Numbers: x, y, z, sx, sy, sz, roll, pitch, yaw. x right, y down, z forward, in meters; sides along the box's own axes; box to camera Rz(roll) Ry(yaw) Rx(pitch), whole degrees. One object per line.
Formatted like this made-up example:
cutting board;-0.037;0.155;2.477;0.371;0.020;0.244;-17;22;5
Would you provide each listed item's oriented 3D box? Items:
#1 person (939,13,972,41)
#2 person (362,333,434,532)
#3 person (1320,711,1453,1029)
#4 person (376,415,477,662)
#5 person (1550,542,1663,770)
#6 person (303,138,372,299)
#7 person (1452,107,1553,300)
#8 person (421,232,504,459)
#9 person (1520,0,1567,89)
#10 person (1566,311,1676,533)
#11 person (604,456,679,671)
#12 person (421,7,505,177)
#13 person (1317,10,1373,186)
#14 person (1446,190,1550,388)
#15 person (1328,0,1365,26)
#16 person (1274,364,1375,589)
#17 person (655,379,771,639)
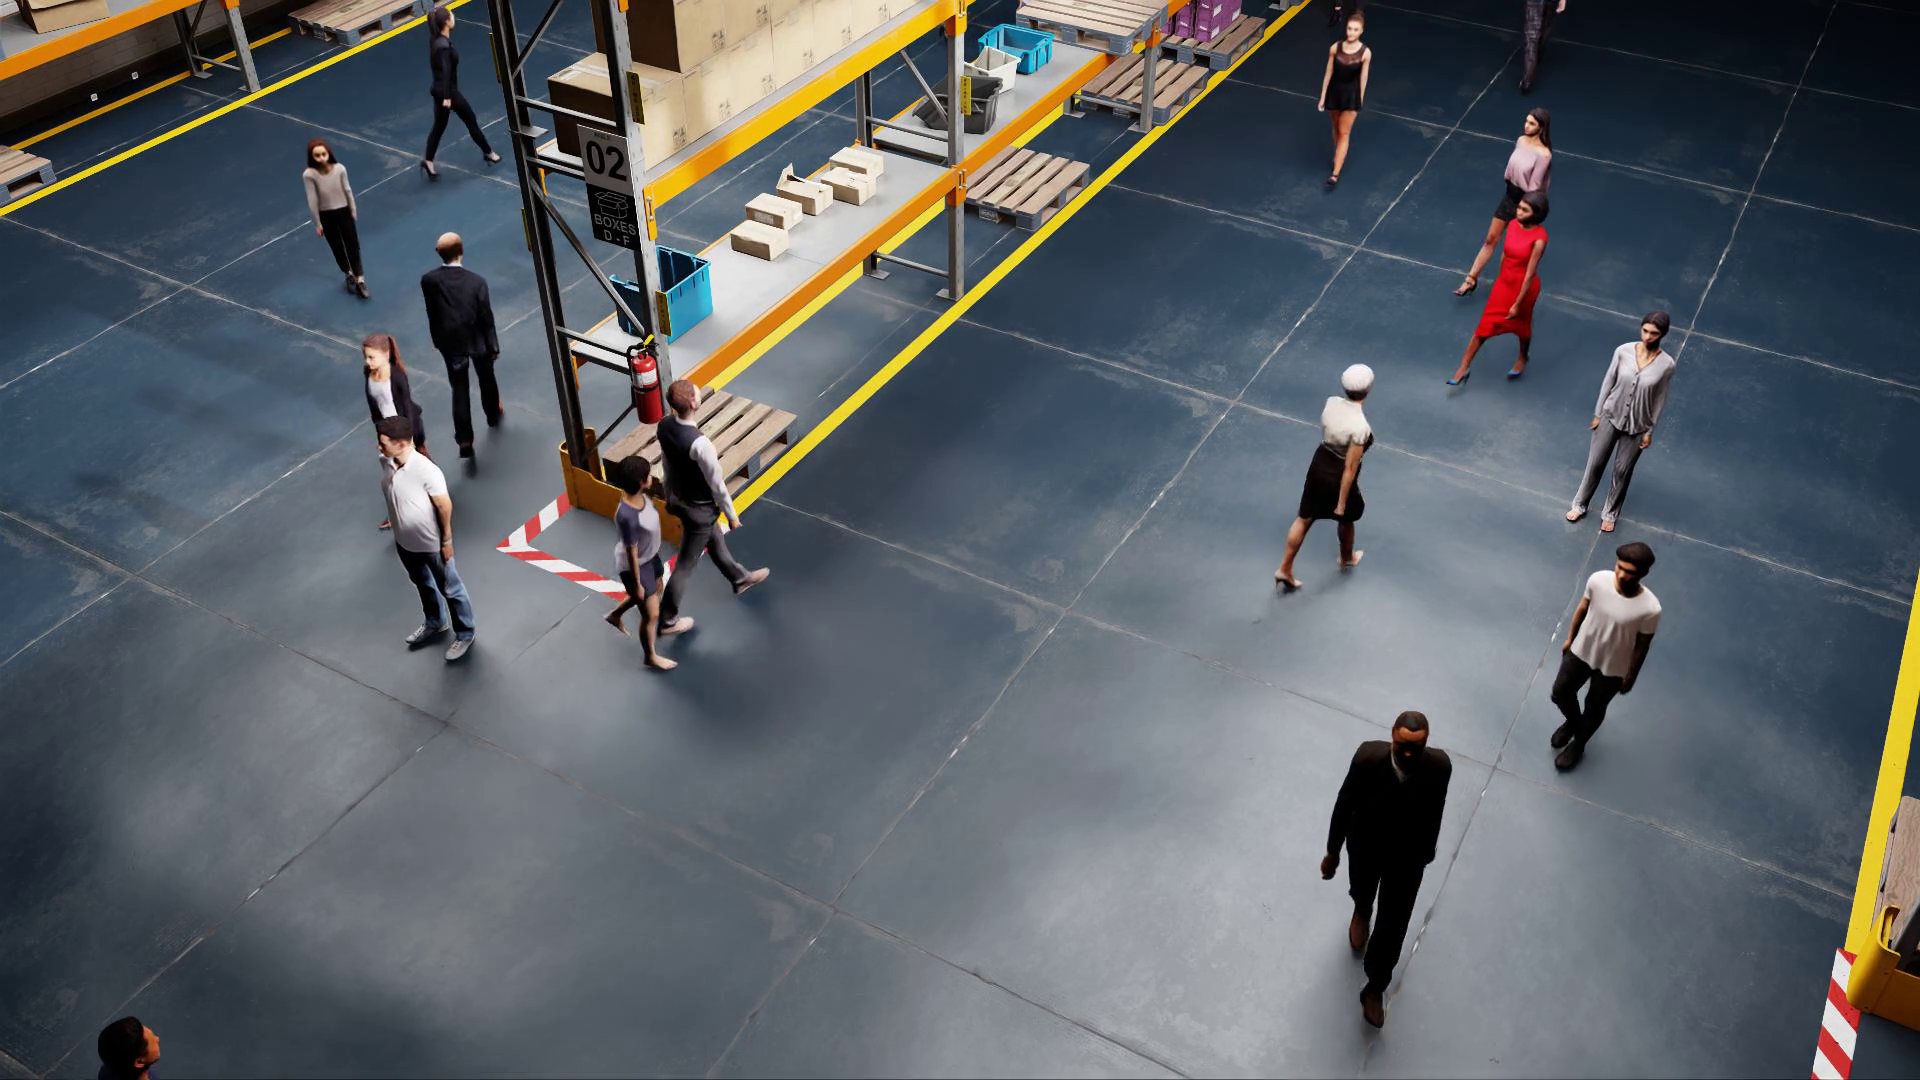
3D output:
person;-0.135;-6.550;19.047;0.775;1.684;1.003;29;47;31
person;-4.029;-0.877;12.073;0.741;1.522;1.066;9;39;11
person;2.249;1.535;8.781;0.942;1.861;1.254;9;40;11
person;-3.474;-0.041;10.755;0.669;1.860;0.552;21;43;24
person;3.900;0.655;9.998;0.705;1.717;0.718;-29;47;-32
person;-5.510;-2.860;14.599;0.723;1.468;0.766;-18;42;-21
person;4.932;-2.881;14.382;1.152;1.771;1.014;-16;41;-19
person;-3.772;-1.461;12.594;1.091;1.784;1.221;-4;39;-5
person;6.324;-5.798;17.997;1.007;1.818;1.291;3;39;4
person;4.742;-0.856;11.845;0.580;1.773;0.517;21;43;24
person;-2.129;0.130;10.797;0.869;1.540;0.823;6;39;7
person;-5.096;-4.311;16.268;1.159;1.653;0.958;-16;41;-19
person;3.802;-4.399;16.387;0.569;1.641;1.005;19;42;23
person;4.516;-1.988;13.317;1.159;1.705;0.903;-22;44;-25
person;4.625;-6.850;19.371;0.614;1.748;0.542;21;43;24
person;2.443;-0.350;11.261;1.107;1.712;0.953;-15;41;-18
person;-1.806;-0.170;10.891;1.291;1.892;0.946;-29;47;-31
